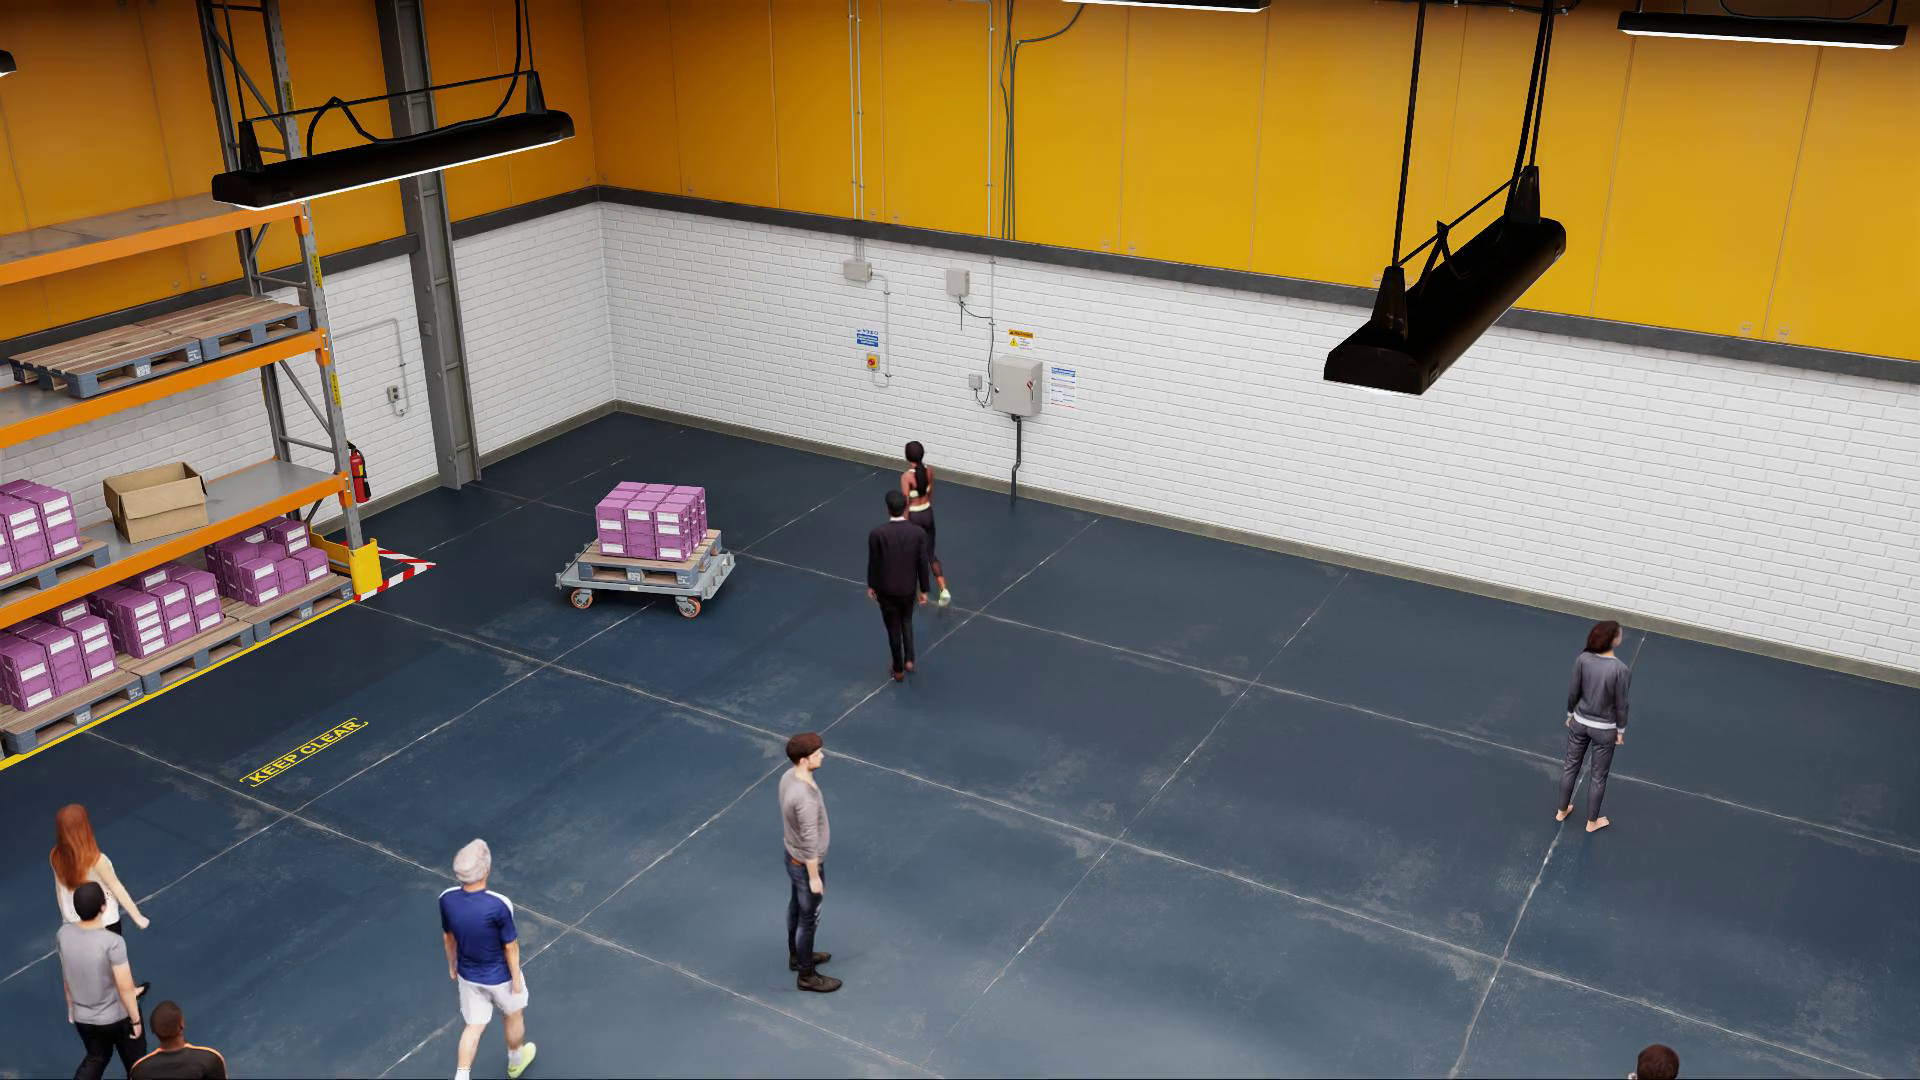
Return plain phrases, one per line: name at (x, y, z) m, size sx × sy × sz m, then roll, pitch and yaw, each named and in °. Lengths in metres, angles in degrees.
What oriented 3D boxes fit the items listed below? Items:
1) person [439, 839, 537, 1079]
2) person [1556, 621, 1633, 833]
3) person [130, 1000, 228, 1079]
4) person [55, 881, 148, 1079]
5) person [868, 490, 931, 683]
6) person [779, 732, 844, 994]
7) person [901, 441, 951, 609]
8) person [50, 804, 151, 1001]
person at (-2.913, 2.683, 10.137) m, size 0.885 × 1.816 × 1.162 m, roll 4°, pitch 24°, yaw 10°
person at (4.971, 1.440, 13.037) m, size 0.659 × 1.770 × 0.587 m, roll 20°, pitch 31°, yaw 38°
person at (-4.097, 3.233, 8.893) m, size 0.680 × 1.804 × 0.742 m, roll -6°, pitch 24°, yaw -14°
person at (-5.116, 2.851, 9.852) m, size 0.862 × 1.736 × 1.066 m, roll 2°, pitch 24°, yaw 5°
person at (-0.560, 0.463, 15.148) m, size 0.811 × 1.869 × 0.872 m, roll -6°, pitch 24°, yaw -13°
person at (-1.048, 2.154, 11.238) m, size 0.813 × 1.903 × 0.751 m, roll -6°, pitch 24°, yaw -14°
person at (-0.360, -0.134, 16.698) m, size 1.106 × 1.722 × 0.989 m, roll -13°, pitch 27°, yaw -27°
person at (-5.607, 2.515, 10.665) m, size 0.653 × 1.699 × 0.847 m, roll 10°, pitch 25°, yaw 21°
